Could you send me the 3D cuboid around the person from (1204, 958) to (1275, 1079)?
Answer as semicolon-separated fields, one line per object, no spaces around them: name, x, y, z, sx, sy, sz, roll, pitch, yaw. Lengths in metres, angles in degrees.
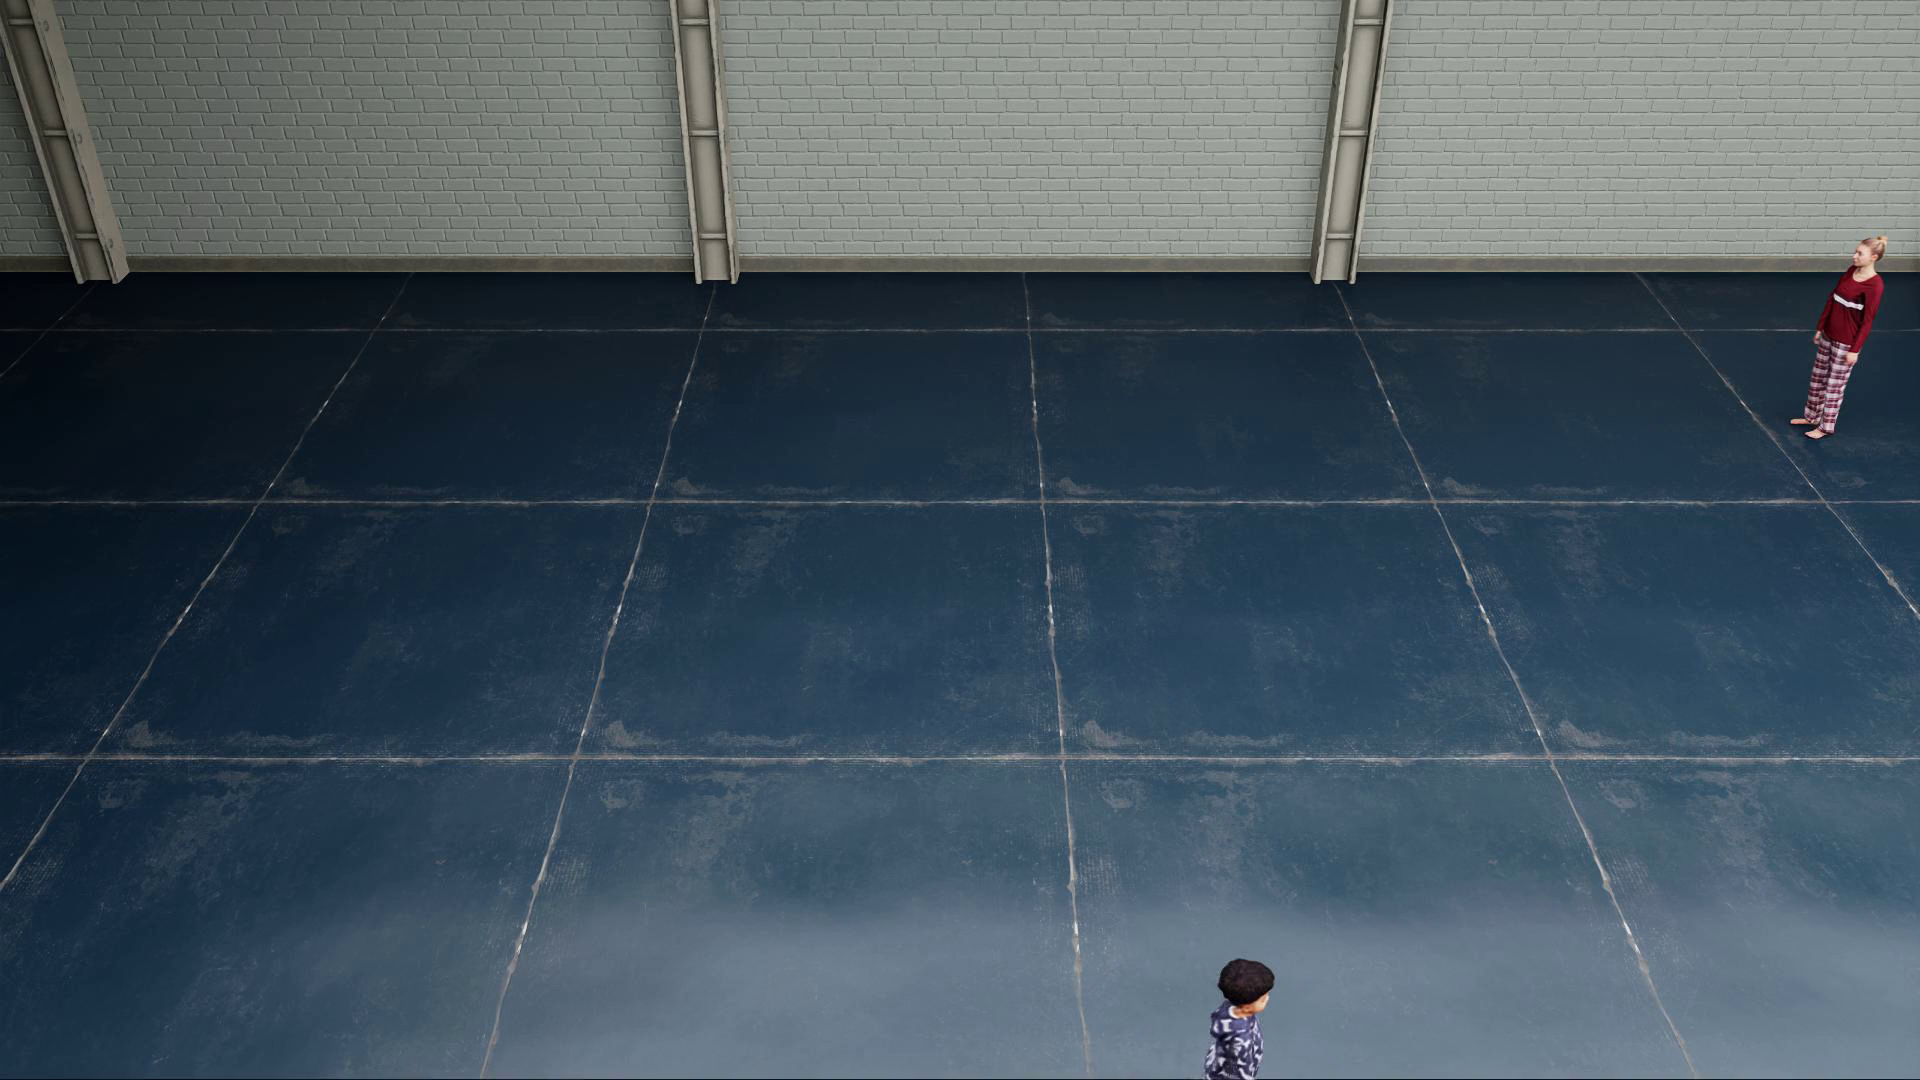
person;1.179;2.369;7.507;0.528;1.242;0.539;7;34;11

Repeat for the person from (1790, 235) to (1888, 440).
person;7.010;-1.617;13.217;0.563;1.698;0.658;-6;33;-9
